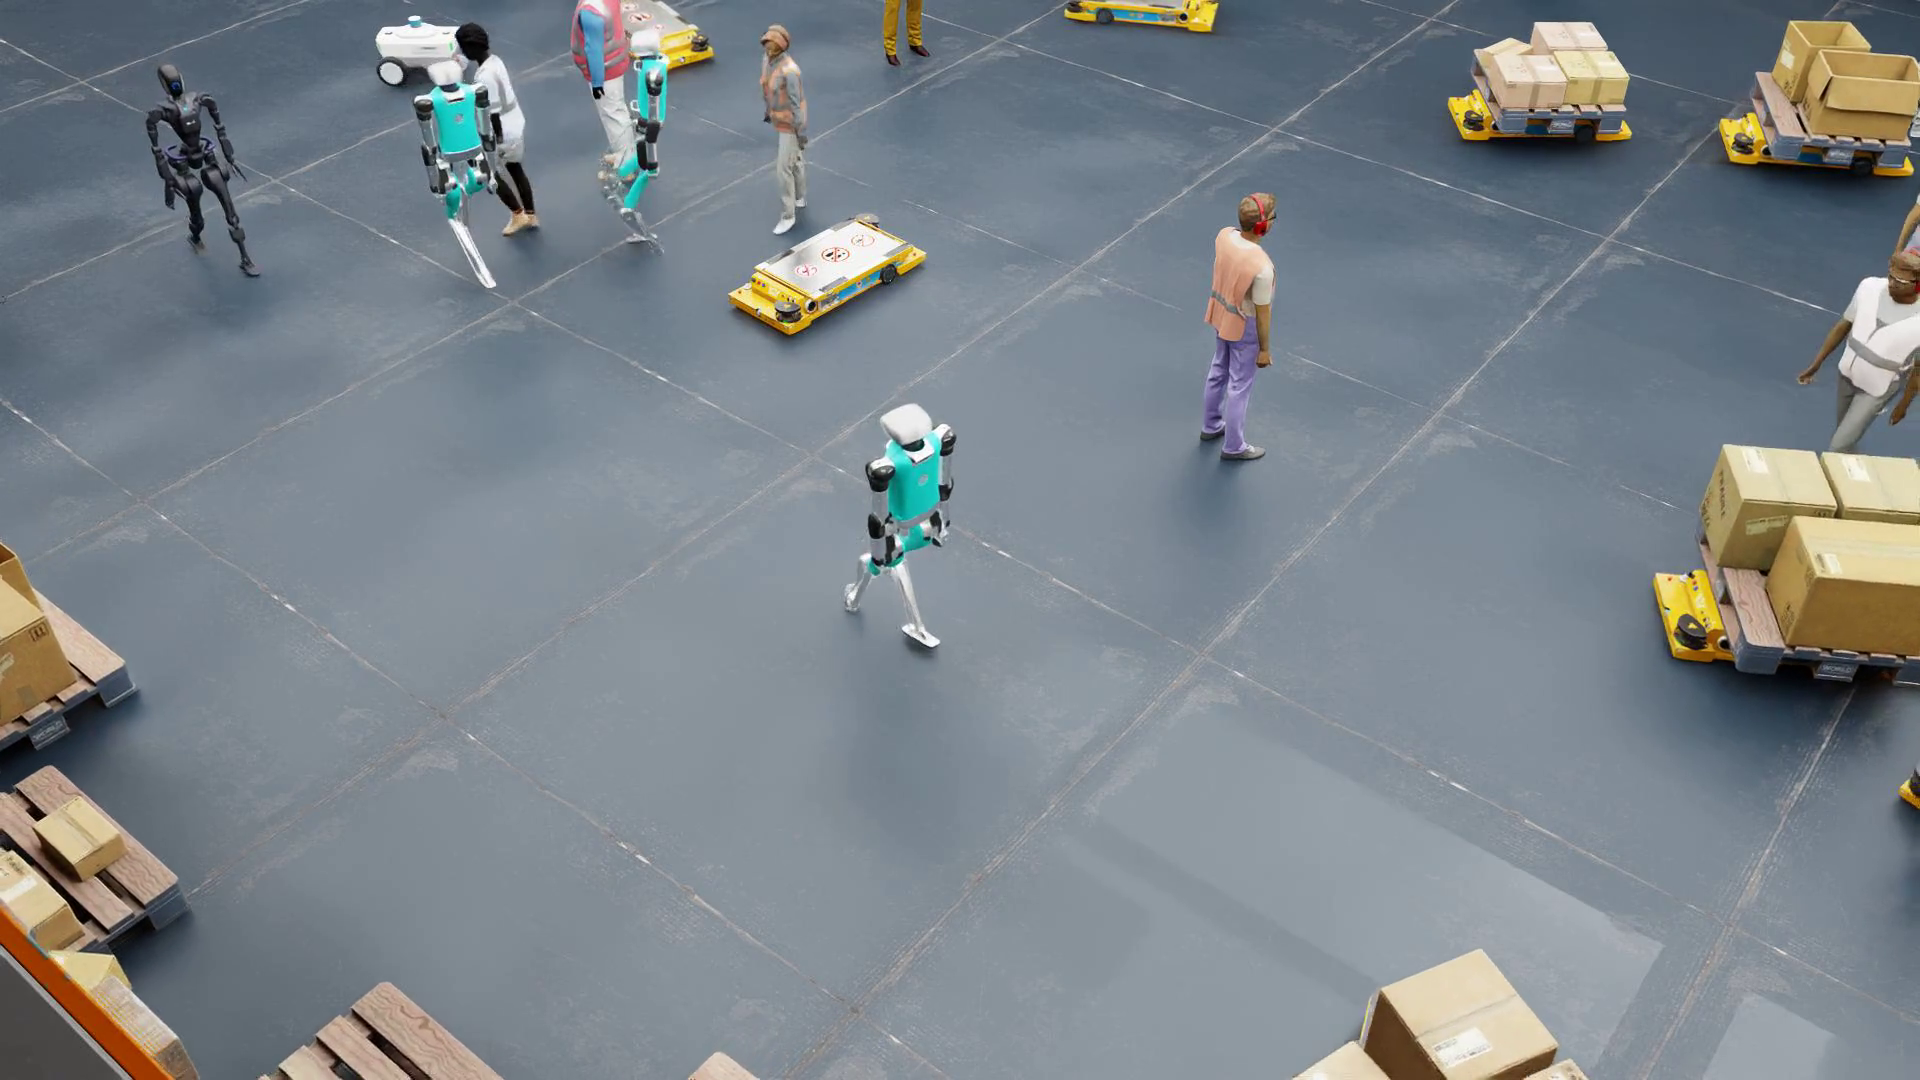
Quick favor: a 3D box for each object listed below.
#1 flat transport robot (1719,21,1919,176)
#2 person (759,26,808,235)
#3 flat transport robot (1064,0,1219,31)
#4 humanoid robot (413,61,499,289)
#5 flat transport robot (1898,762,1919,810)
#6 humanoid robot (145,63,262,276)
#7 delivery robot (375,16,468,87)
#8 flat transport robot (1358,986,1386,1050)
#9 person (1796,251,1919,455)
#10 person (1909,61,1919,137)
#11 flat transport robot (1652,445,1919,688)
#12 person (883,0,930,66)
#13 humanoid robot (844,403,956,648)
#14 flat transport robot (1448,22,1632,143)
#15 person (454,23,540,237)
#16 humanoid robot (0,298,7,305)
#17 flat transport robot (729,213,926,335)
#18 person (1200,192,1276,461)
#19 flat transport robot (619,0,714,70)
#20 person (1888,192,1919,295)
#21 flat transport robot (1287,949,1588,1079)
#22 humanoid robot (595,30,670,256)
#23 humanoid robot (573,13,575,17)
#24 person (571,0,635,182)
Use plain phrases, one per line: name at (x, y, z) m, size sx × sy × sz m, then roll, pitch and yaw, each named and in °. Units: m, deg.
flat transport robot at (7.211, -3.342, 14.010) m, size 1.431 × 0.231 × 0.659 m, roll 7°, pitch 41°, yaw 8°
person at (-1.377, -3.201, 12.808) m, size 0.397 × 1.614 × 0.624 m, roll -13°, pitch 42°, yaw -15°
flat transport robot at (1.782, -5.237, 16.238) m, size 1.431 × 0.231 × 0.659 m, roll 9°, pitch 41°, yaw 10°
humanoid robot at (-3.744, -2.780, 12.237) m, size 0.540 × 1.772 × 0.956 m, roll -23°, pitch 45°, yaw -25°
flat transport robot at (5.560, 1.499, 8.315) m, size 0.659 × 0.231 × 1.431 m, roll -27°, pitch 47°, yaw -28°
humanoid robot at (-5.637, -2.752, 12.267) m, size 0.765 × 1.637 × 0.609 m, roll 32°, pitch 50°, yaw 32°
delivery robot at (-4.900, -4.452, 15.091) m, size 0.793 × 0.590 × 0.499 m, roll 0°, pitch 40°, yaw 0°
flat transport robot at (1.927, 2.588, 7.033) m, size 0.659 × 0.231 × 1.431 m, roll 14°, pitch 42°, yaw 16°
person at (5.328, -0.911, 9.957) m, size 0.813 × 1.811 × 0.582 m, roll -15°, pitch 42°, yaw -16°
person at (8.328, -4.216, 13.908) m, size 0.322 × 1.732 × 0.487 m, roll -10°, pitch 41°, yaw -11°
flat transport robot at (4.787, 0.461, 9.536) m, size 1.431 × 0.231 × 0.659 m, roll 5°, pitch 41°, yaw 6°
person at (-0.481, -5.183, 15.028) m, size 0.536 × 1.752 × 0.339 m, roll -26°, pitch 47°, yaw -27°
humanoid robot at (-0.438, -0.108, 9.109) m, size 0.568 × 1.832 × 0.905 m, roll -28°, pitch 48°, yaw -29°
flat transport robot at (5.025, -3.695, 14.425) m, size 1.431 × 0.231 × 0.659 m, roll 0°, pitch 40°, yaw 0°
person at (-3.500, -3.104, 12.643) m, size 0.413 × 1.665 × 0.554 m, roll -1°, pitch 40°, yaw -1°
humanoid robot at (-7.233, -2.360, 11.772) m, size 0.365 × 1.645 × 0.616 m, roll -1°, pitch 40°, yaw -1°
flat transport robot at (-0.979, -2.005, 12.437) m, size 0.659 × 0.231 × 1.431 m, roll 31°, pitch 49°, yaw 31°
person at (1.746, -1.323, 10.415) m, size 0.390 × 1.849 × 0.565 m, roll -16°, pitch 43°, yaw -18°
flat transport robot at (-2.965, -4.823, 15.751) m, size 0.659 × 0.231 × 1.431 m, roll -24°, pitch 46°, yaw -26°
person at (6.623, -2.008, 11.254) m, size 0.576 × 1.824 × 0.636 m, roll 0°, pitch 40°, yaw 1°
flat transport robot at (1.925, 2.764, 6.826) m, size 0.659 × 0.231 × 1.431 m, roll -16°, pitch 43°, yaw -18°
humanoid robot at (-2.463, -2.872, 12.359) m, size 0.764 × 1.824 × 0.552 m, roll -7°, pitch 41°, yaw -8°
humanoid robot at (-3.597, -5.855, 15.871) m, size 0.858 × 1.807 × 0.568 m, roll -16°, pitch 43°, yaw -18°
person at (-2.863, -3.775, 13.318) m, size 0.434 × 1.833 × 0.629 m, roll 2°, pitch 40°, yaw 2°
